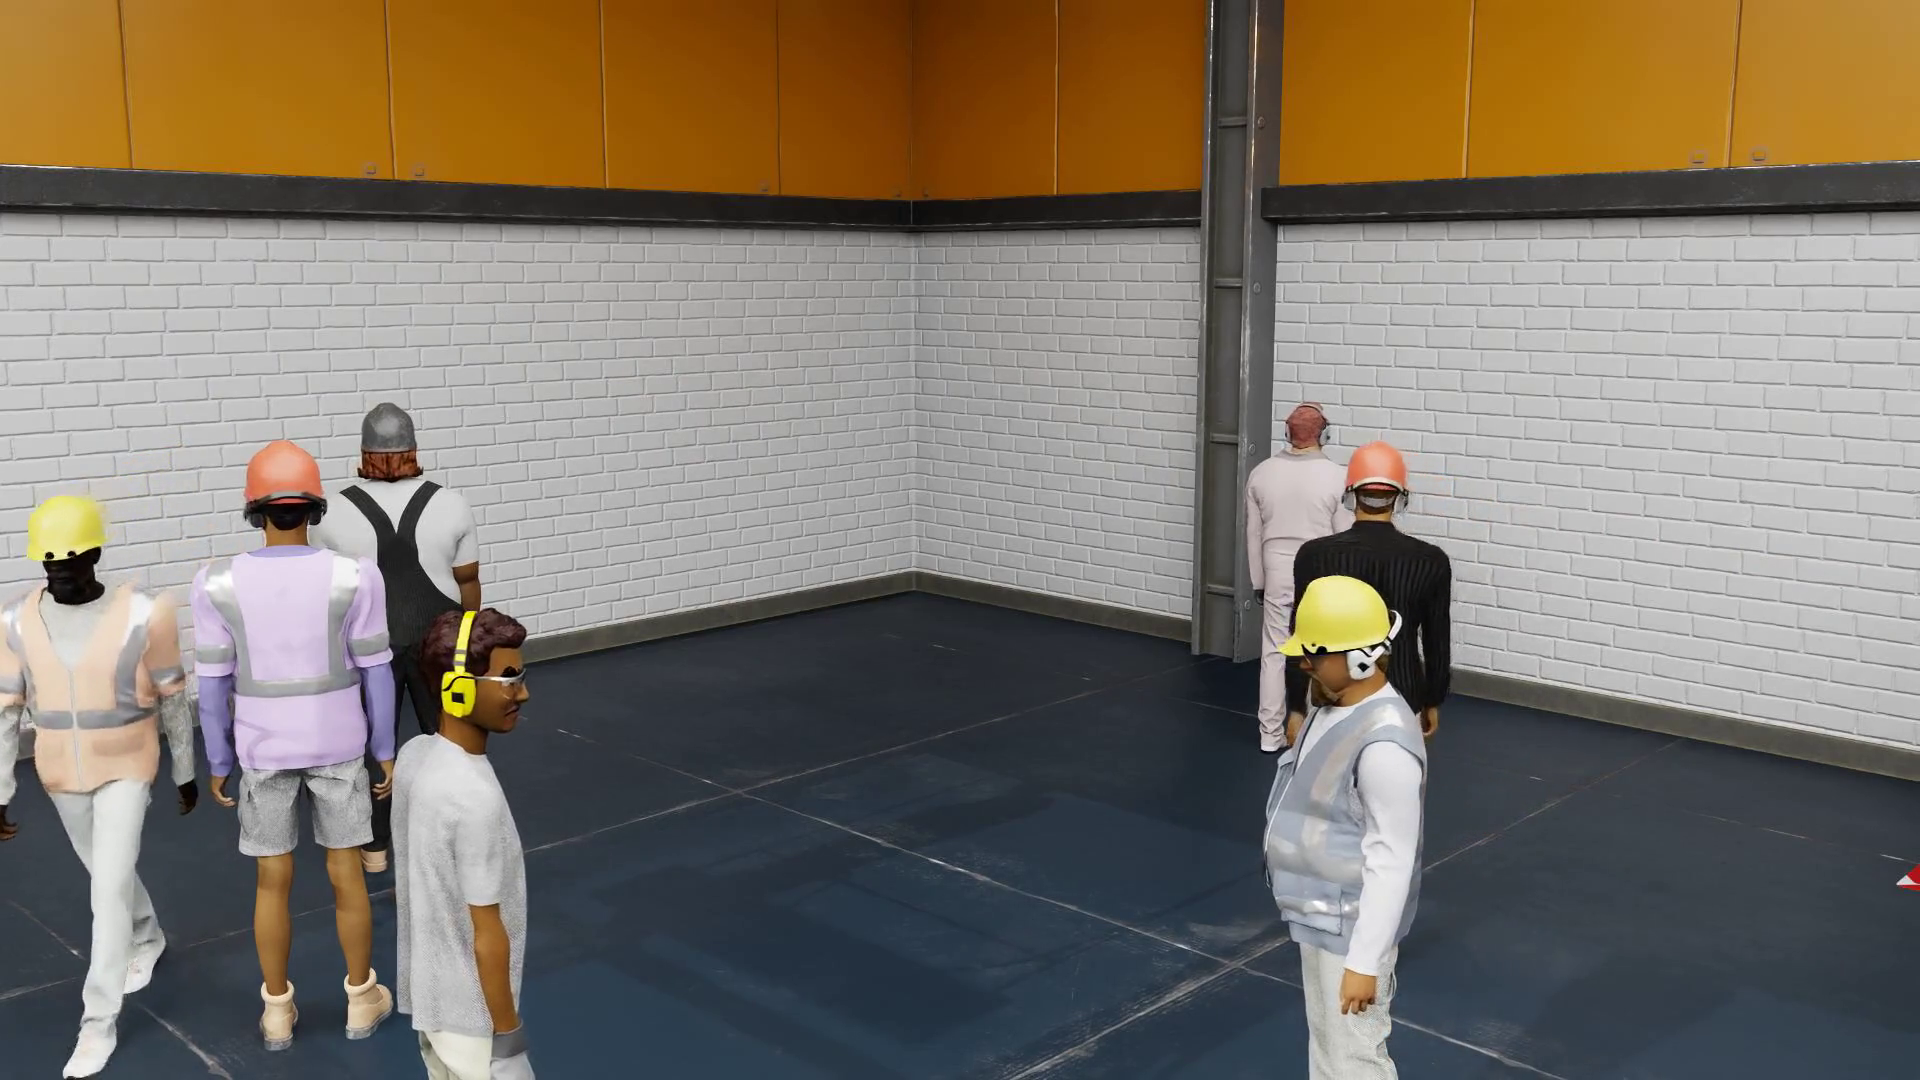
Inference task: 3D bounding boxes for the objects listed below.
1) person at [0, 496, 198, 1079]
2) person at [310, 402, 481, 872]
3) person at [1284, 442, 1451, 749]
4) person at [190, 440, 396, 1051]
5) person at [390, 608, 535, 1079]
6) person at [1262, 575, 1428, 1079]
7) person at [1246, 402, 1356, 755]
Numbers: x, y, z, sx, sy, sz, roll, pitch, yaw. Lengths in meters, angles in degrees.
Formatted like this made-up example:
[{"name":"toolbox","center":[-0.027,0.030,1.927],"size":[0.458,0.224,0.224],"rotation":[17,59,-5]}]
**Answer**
[{"name":"person","center":[-2.952,0.762,5.695],"size":[0.602,1.878,0.999],"rotation":[-1,9,-5]},{"name":"person","center":[-2.442,0.417,7.257],"size":[0.683,2.000,0.538],"rotation":[-3,10,-20]},{"name":"person","center":[1.561,0.592,6.452],"size":[0.645,1.947,0.970],"rotation":[1,9,3]},{"name":"person","center":[-2.205,0.687,5.578],"size":[0.614,2.048,0.361],"rotation":[-3,10,-15]},{"name":"person","center":[-1.100,1.075,3.770],"size":[0.319,1.863,0.521],"rotation":[-7,11,-36]},{"name":"person","center":[1.004,0.990,4.411],"size":[0.403,1.823,0.586],"rotation":[0,9,-2]},{"name":"person","center":[1.836,0.225,8.833],"size":[0.641,1.913,0.407],"rotation":[7,12,38]}]
